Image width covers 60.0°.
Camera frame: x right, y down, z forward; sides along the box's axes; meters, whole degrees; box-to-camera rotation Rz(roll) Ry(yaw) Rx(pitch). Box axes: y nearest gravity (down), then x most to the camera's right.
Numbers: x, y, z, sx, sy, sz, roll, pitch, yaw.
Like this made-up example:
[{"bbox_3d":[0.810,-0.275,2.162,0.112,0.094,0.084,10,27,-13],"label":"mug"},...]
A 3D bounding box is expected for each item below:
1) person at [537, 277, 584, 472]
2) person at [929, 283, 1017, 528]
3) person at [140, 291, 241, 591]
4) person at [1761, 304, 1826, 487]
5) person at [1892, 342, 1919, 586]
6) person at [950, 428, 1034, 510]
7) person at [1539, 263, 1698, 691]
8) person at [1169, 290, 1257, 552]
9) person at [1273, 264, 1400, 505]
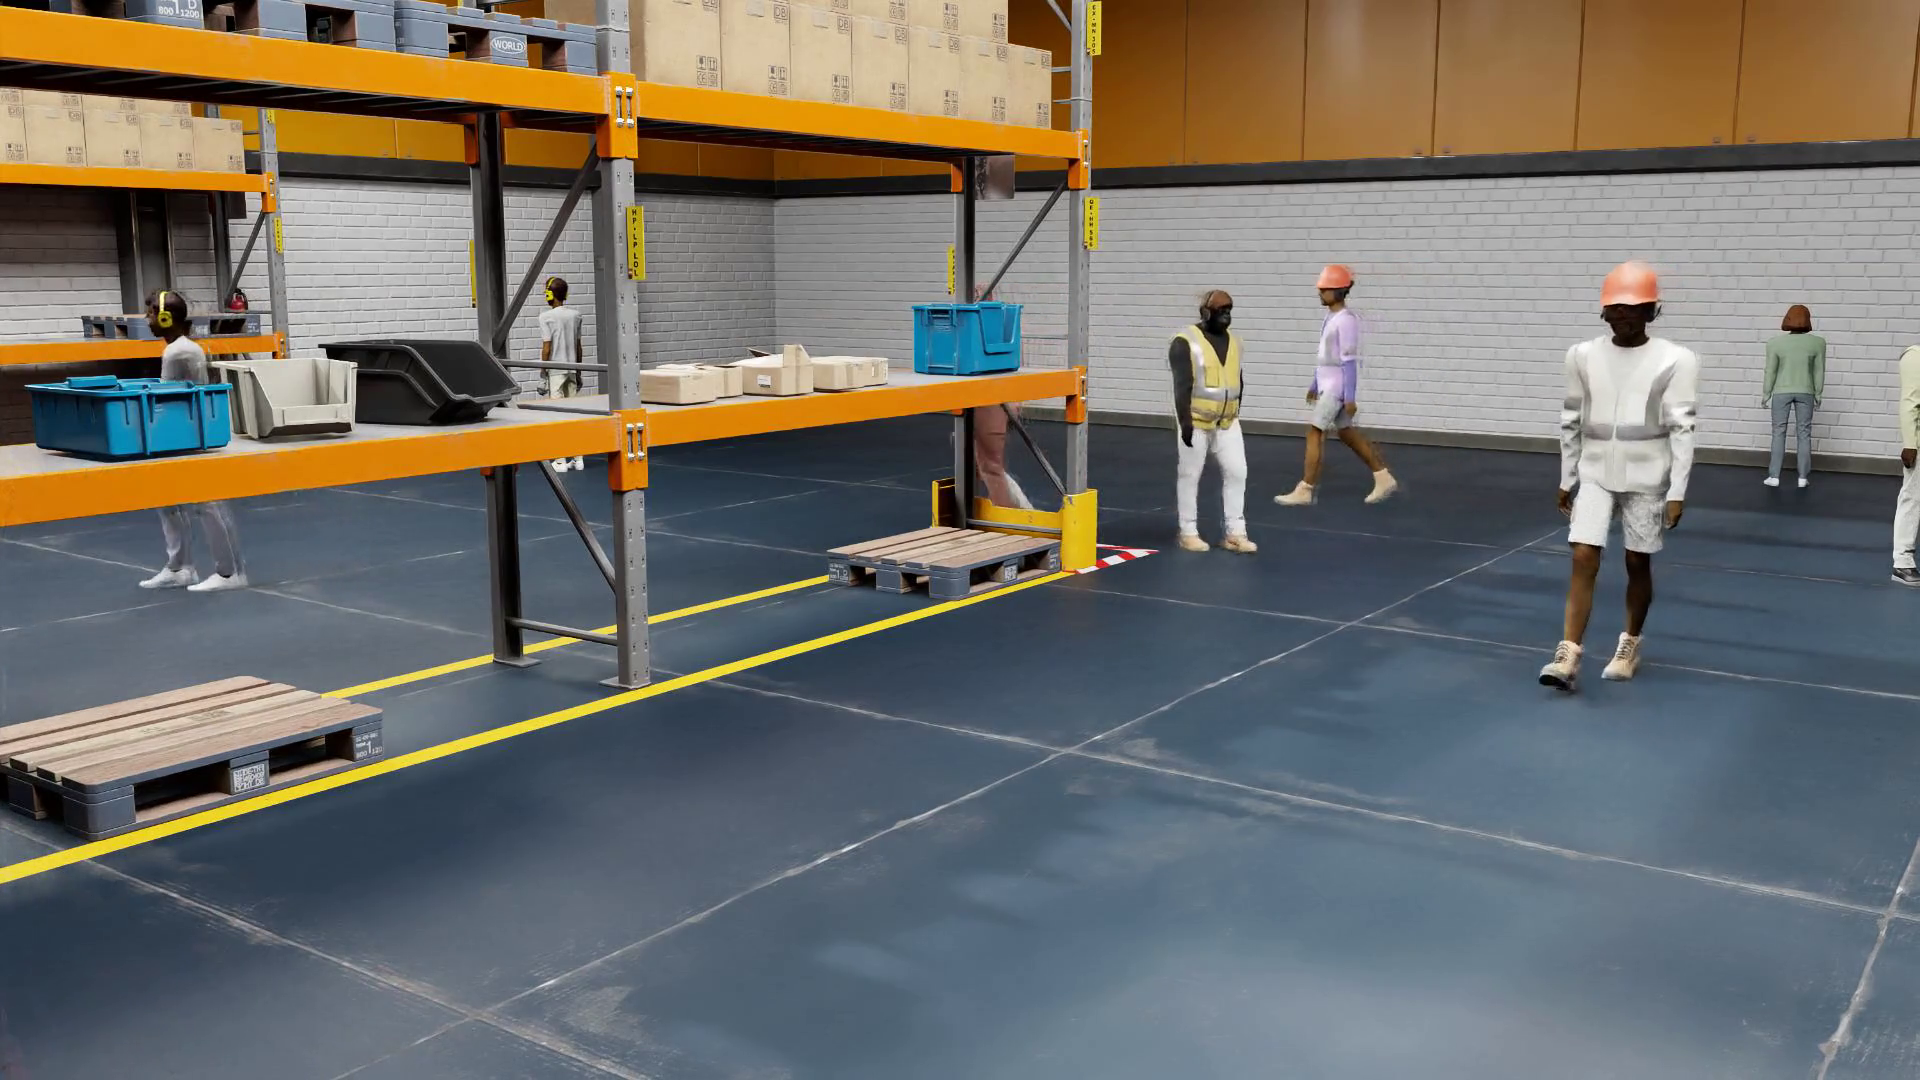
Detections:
[{"bbox_3d":[-3.841,-1.584,15.977,0.329,1.874,0.507,7,12,36],"label":"person"},{"bbox_3d":[0.072,-0.892,11.880,0.823,1.862,0.718,3,10,15],"label":"person"},{"bbox_3d":[-4.784,-0.575,10.091,0.733,1.839,0.493,-3,10,-17],"label":"person"},{"bbox_3d":[7.460,-1.286,14.908,0.498,1.633,0.282,3,10,16],"label":"person"},{"bbox_3d":[6.131,-0.629,10.398,0.588,1.835,0.403,-4,10,-20],"label":"person"},{"bbox_3d":[0.238,-0.828,12.298,0.804,1.597,0.512,3,10,15],"label":"person"},{"bbox_3d":[3.042,-0.266,7.731,0.640,2.000,0.983,7,12,37],"label":"person"},{"bbox_3d":[1.757,-0.795,11.432,0.640,1.818,0.718,-5,11,-26],"label":"person"},{"bbox_3d":[3.170,-1.268,13.729,1.013,2.004,0.615,1,10,4],"label":"person"}]
